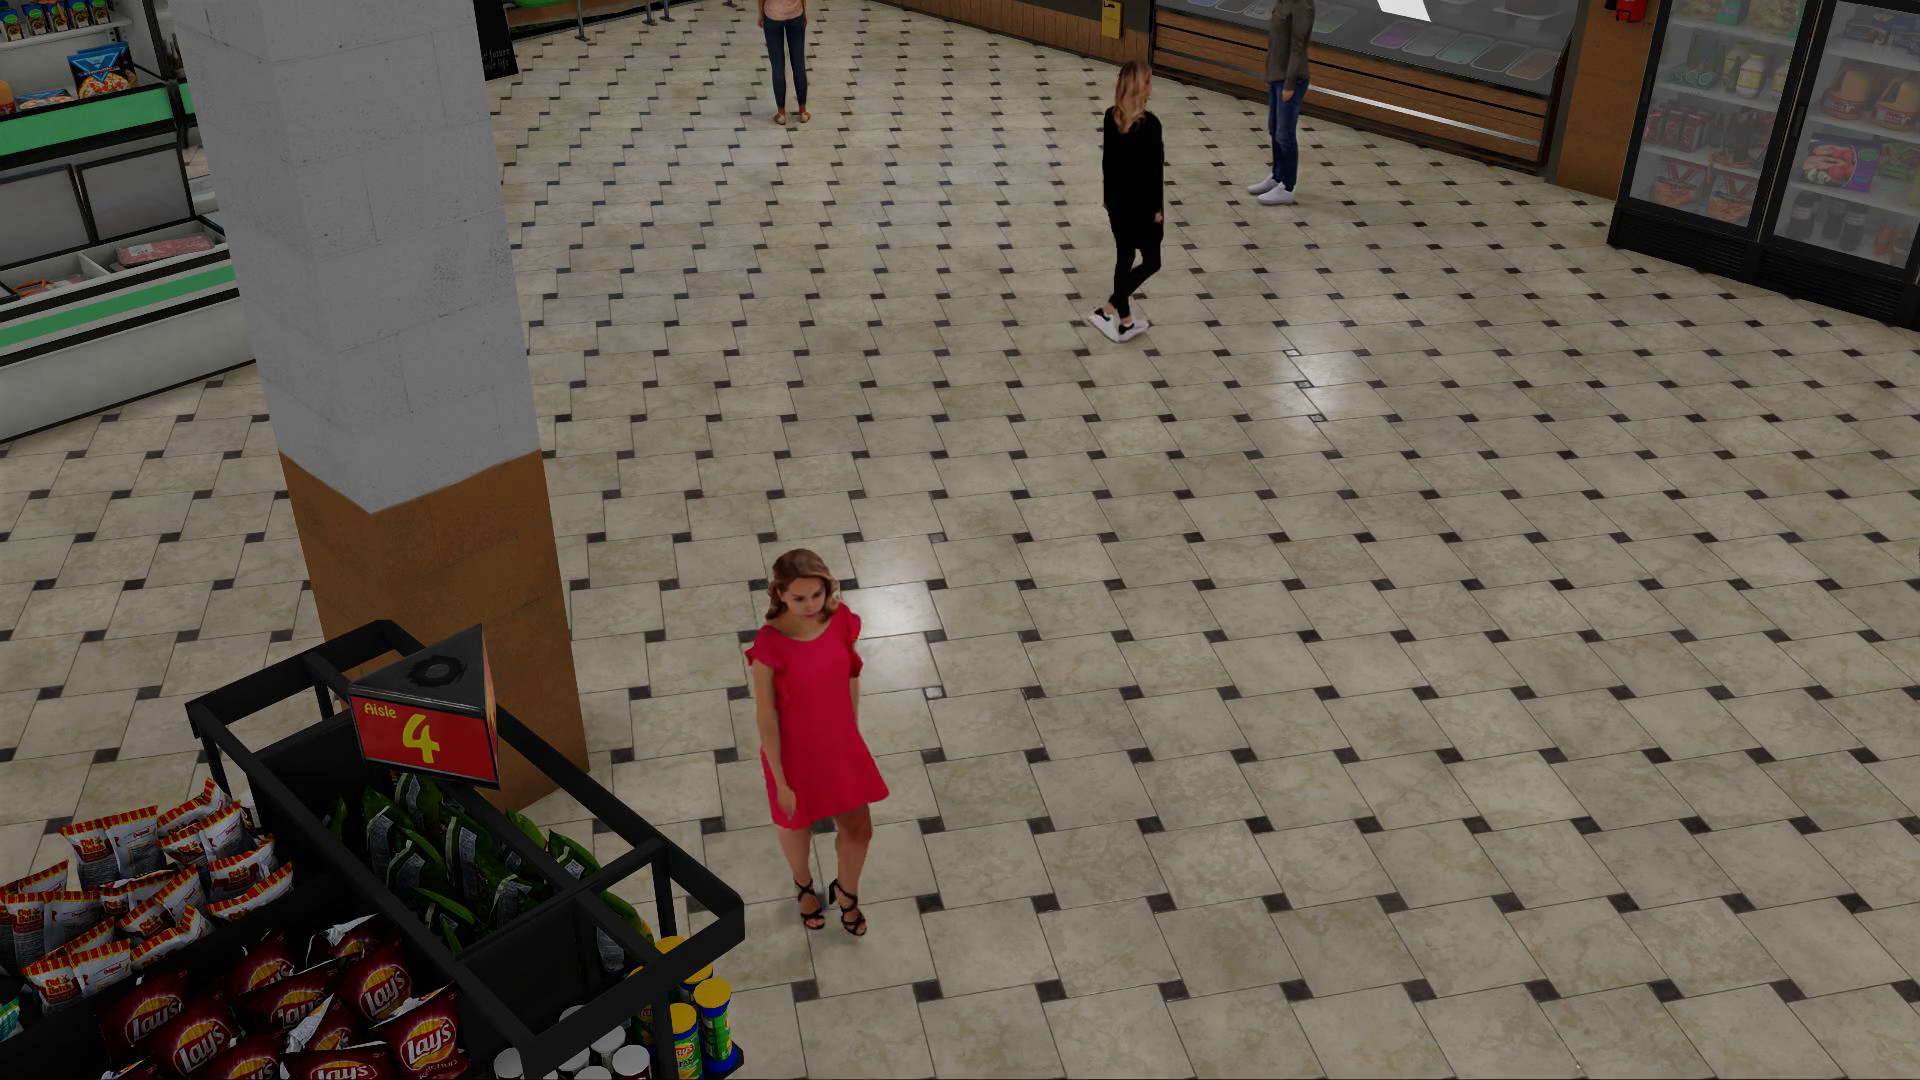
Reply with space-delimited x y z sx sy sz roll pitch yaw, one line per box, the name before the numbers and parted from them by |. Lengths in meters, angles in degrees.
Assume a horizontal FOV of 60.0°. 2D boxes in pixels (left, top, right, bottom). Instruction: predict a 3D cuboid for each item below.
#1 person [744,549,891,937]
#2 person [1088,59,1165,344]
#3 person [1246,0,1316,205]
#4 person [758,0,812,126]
person | -0.566 0.689 5.862 0.648 1.712 0.731 -18 36 -27
person | 0.985 -1.986 10.086 0.846 1.790 0.636 -25 40 -34
person | 2.445 -3.436 12.347 0.816 1.864 0.777 -3 32 -4
person | -1.481 -4.399 13.963 0.636 1.792 0.731 -6 32 -9
